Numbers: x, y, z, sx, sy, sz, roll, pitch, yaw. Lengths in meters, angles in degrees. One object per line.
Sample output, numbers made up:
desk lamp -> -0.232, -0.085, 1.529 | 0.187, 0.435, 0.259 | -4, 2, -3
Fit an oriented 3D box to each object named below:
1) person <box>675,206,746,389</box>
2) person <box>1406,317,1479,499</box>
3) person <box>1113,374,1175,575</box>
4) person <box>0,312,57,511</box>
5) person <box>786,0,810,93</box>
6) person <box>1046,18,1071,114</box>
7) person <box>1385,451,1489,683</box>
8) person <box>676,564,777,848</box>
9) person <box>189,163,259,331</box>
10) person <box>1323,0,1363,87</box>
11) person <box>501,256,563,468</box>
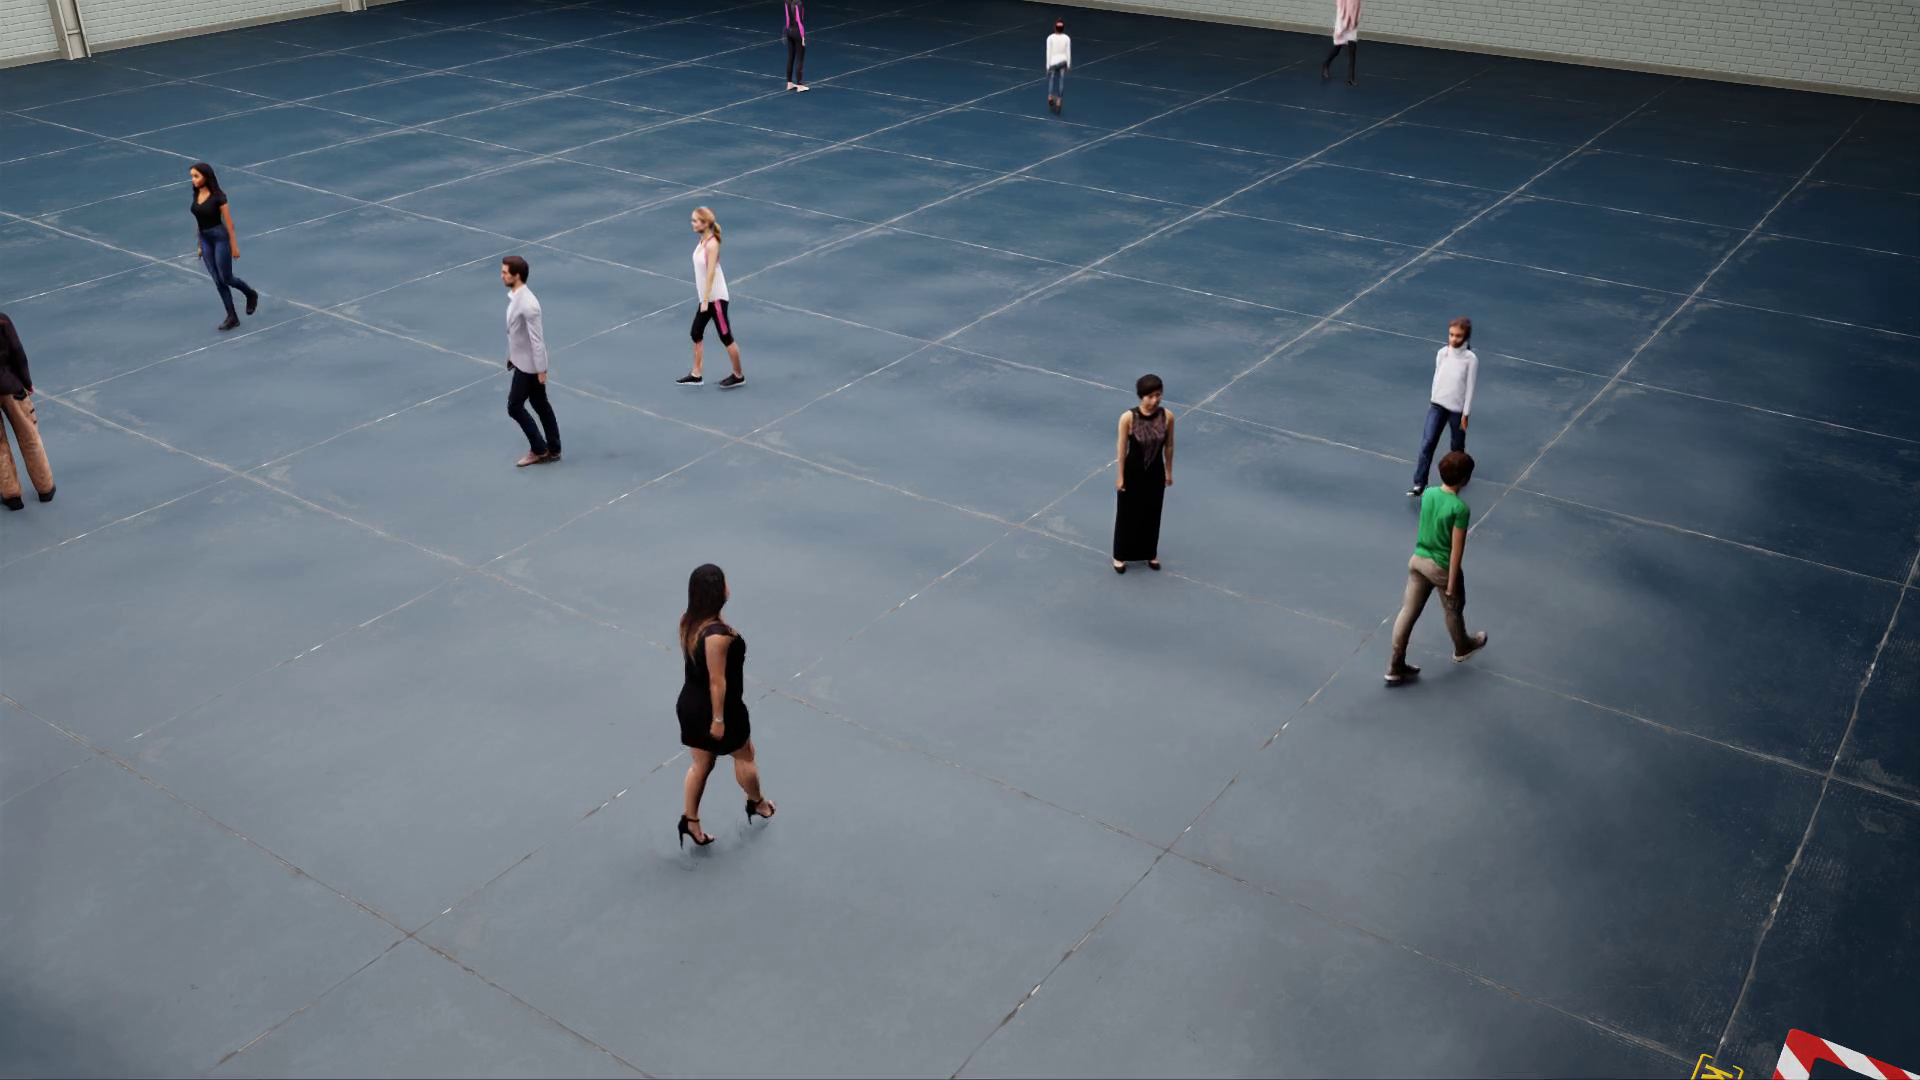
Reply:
person -> -2.210, -2.252, 15.582 | 1.019, 1.763, 0.912 | -10, 29, -19
person -> 4.057, -1.098, 13.608 | 0.529, 1.519, 0.997 | 17, 32, 30
person -> 1.354, -0.495, 12.352 | 0.676, 1.596, 0.740 | -5, 28, -10
person -> -7.719, -1.177, 13.318 | 0.652, 1.924, 0.832 | -19, 33, -32
person -> -2.702, -8.283, 27.312 | 0.578, 1.747, 0.582 | -24, 36, -38
person -> 1.534, -7.376, 25.910 | 0.926, 1.418, 1.036 | -2, 27, -4
person -> 3.067, 0.212, 10.957 | 1.163, 1.618, 0.905 | -15, 31, -27
person -> -1.443, 1.008, 9.365 | 0.971, 1.659, 0.874 | -13, 30, -23
person -> -7.610, -3.051, 17.175 | 0.659, 1.726, 0.819 | 10, 29, 19
person -> 6.362, -8.494, 27.704 | 1.195, 1.763, 1.148 | -9, 29, -16
person -> -3.558, -1.515, 14.074 | 0.849, 1.834, 0.816 | -10, 29, -18
